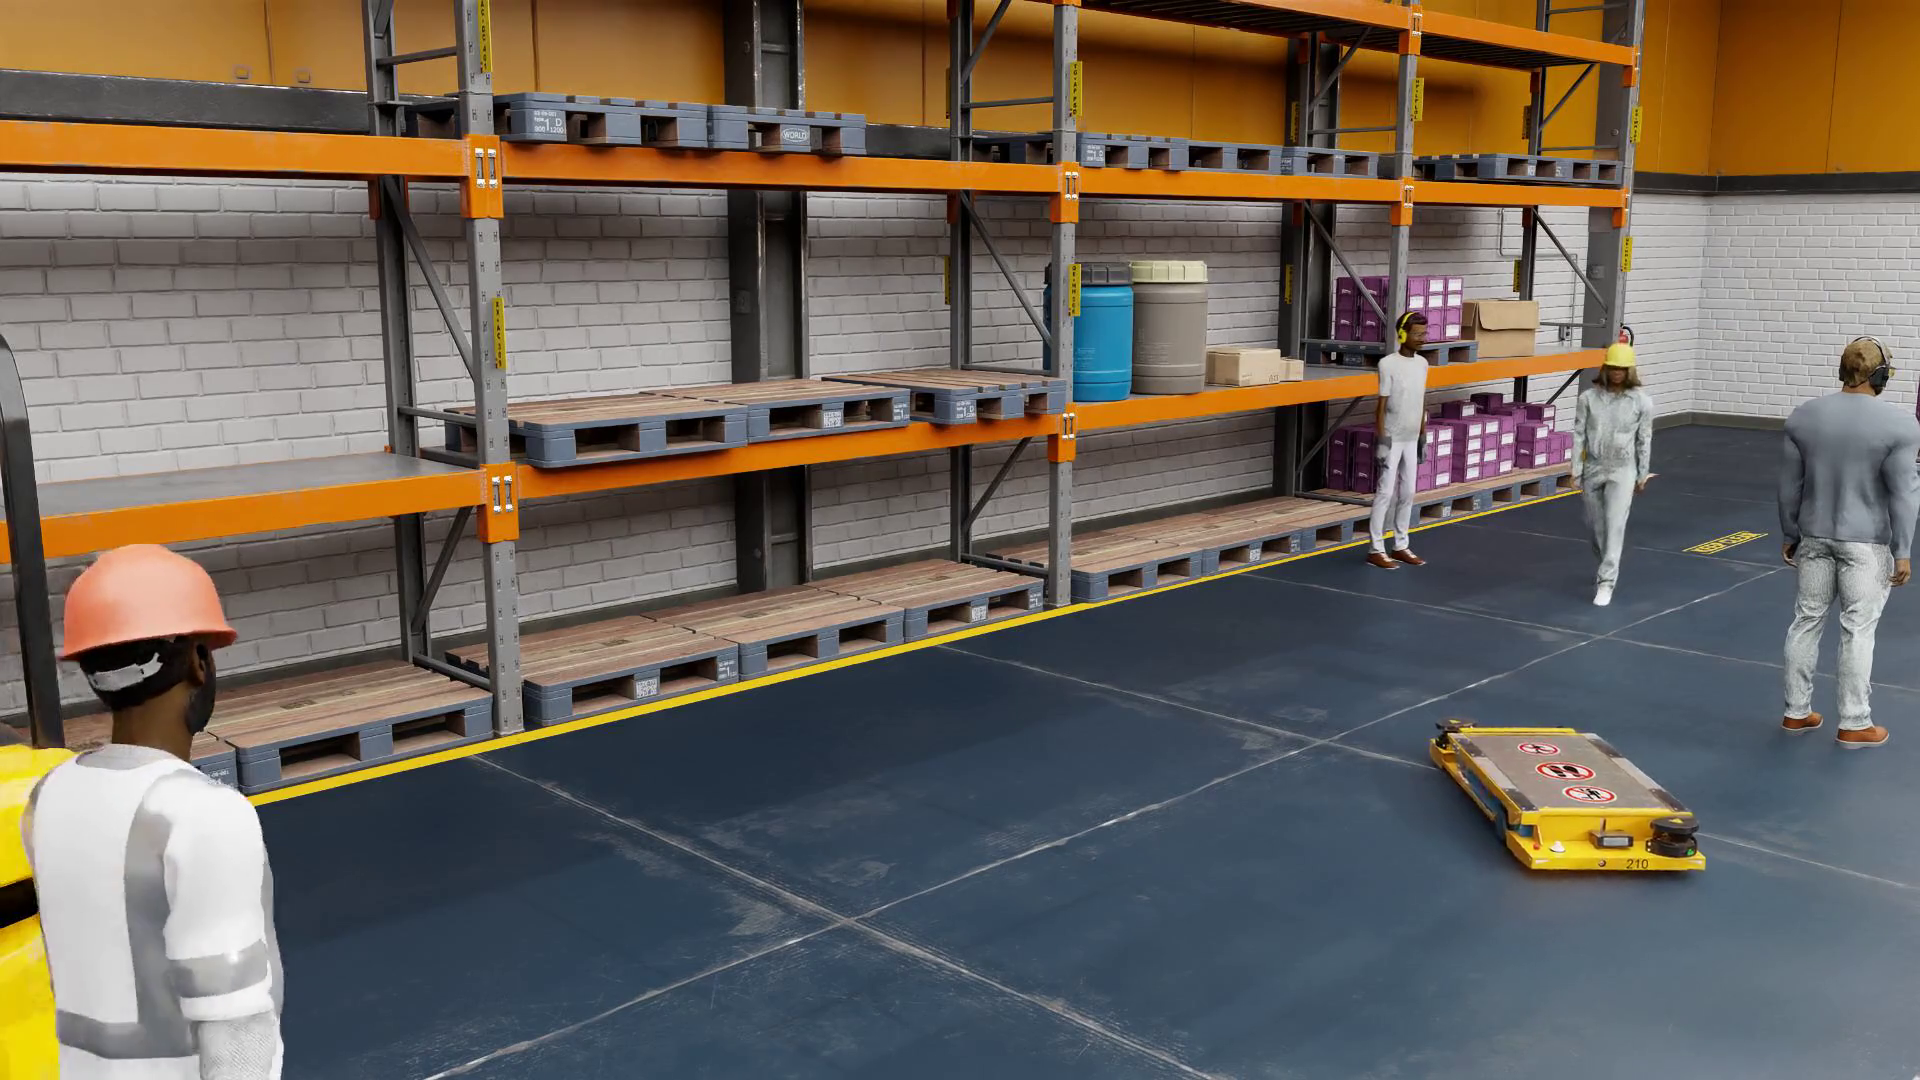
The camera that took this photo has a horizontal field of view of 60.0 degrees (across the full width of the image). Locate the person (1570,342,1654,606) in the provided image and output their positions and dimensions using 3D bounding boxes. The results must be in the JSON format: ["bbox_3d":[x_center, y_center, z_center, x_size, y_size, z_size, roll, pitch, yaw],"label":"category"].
[{"bbox_3d":[4.352,-0.471,11.088,0.477,1.716,0.805,7,13,34],"label":"person"}]

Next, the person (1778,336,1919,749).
[{"bbox_3d":[4.181,0.012,7.857,0.354,1.937,0.635,-7,12,-33],"label":"person"}]

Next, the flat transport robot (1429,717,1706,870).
[{"bbox_3d":[2.464,1.023,6.895,0.652,0.197,1.431,0,10,1],"label":"flat transport robot"}]

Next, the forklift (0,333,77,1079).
[{"bbox_3d":[-3.289,0.485,4.582,1.214,2.155,2.313,-10,14,-44],"label":"forklift"}]

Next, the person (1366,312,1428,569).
[{"bbox_3d":[3.207,-0.721,12.078,0.519,1.860,0.321,-7,12,-32],"label":"person"}]

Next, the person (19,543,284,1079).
[{"bbox_3d":[-1.245,0.967,2.737,0.591,1.906,0.497,6,12,31],"label":"person"}]
